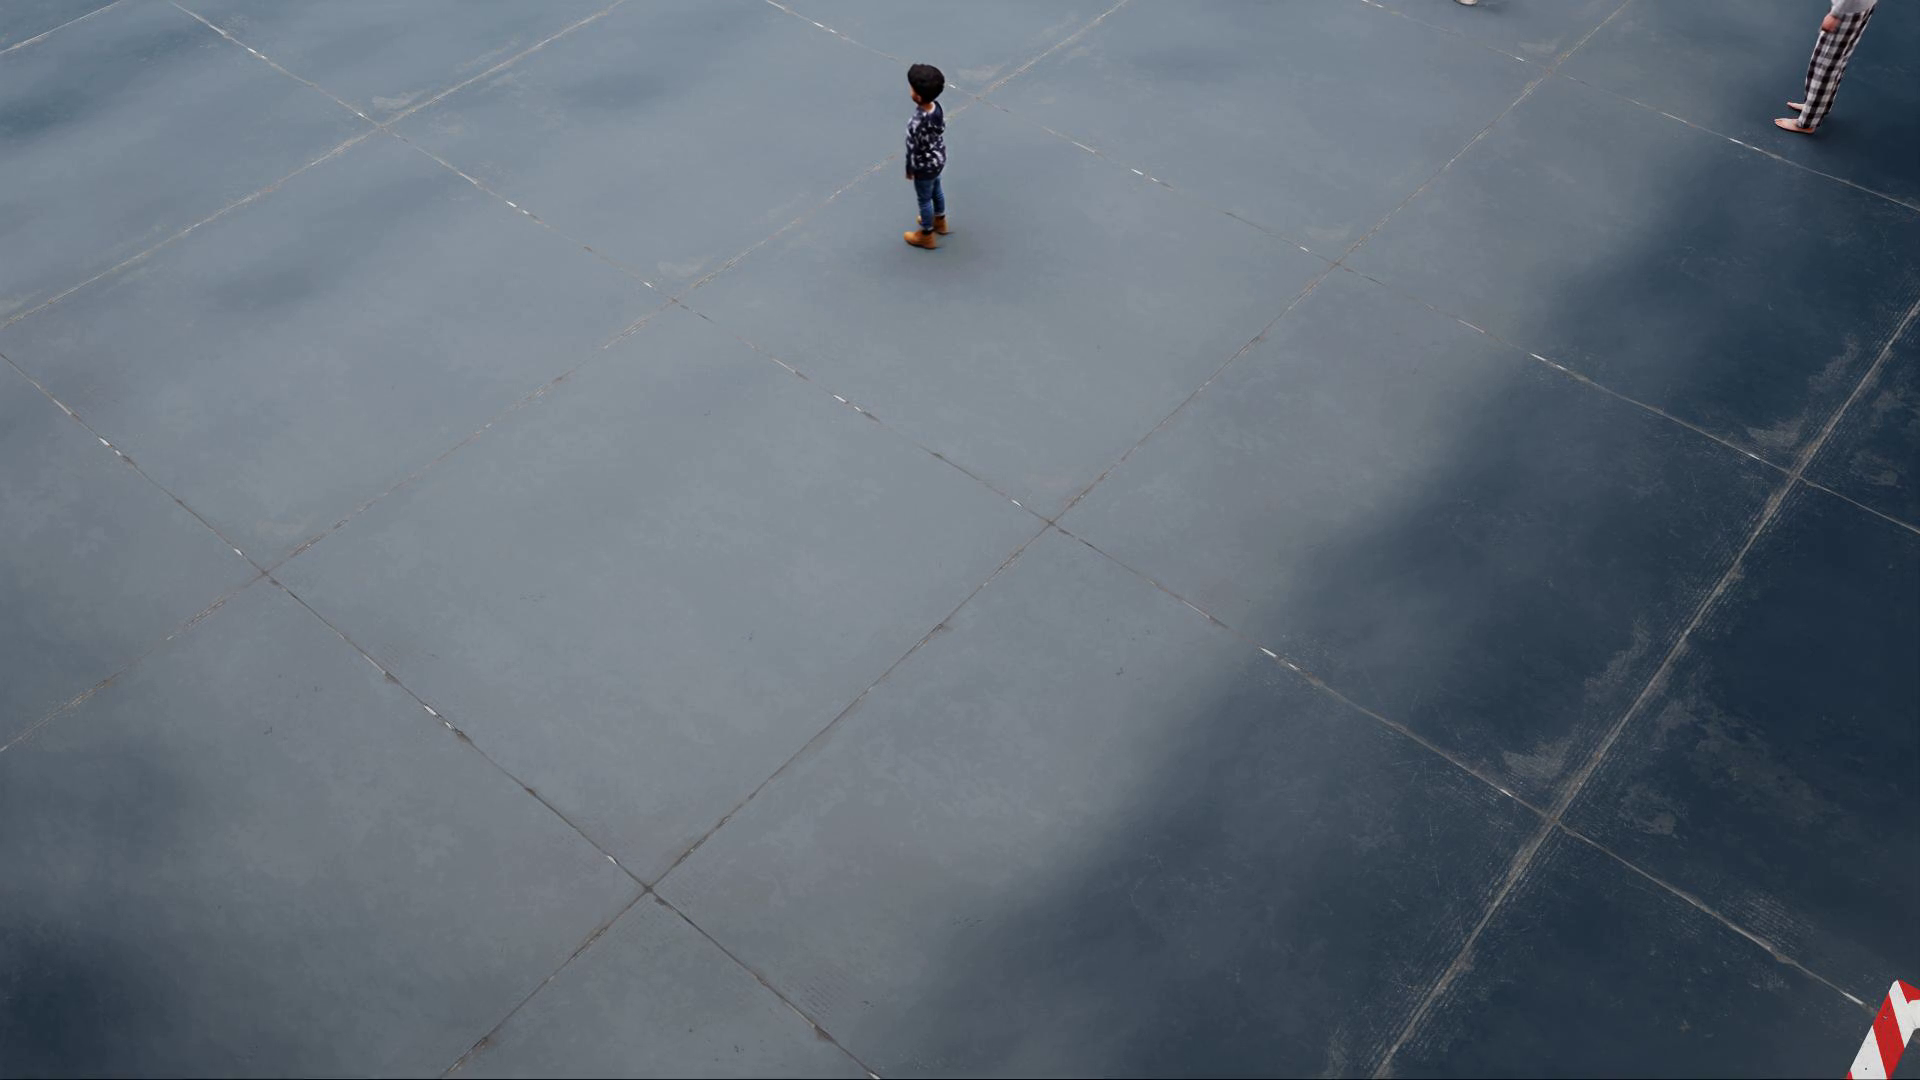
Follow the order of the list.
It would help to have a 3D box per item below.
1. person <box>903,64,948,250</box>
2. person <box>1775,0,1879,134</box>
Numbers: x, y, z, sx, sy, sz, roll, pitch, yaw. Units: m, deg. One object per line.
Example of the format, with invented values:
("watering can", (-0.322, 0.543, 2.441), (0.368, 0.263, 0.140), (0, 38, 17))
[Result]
("person", (-0.213, -2.412, 10.445), (0.519, 1.248, 0.523), (22, 51, 19))
("person", (5.982, -3.592, 11.127), (0.508, 1.848, 0.611), (32, 55, 26))
